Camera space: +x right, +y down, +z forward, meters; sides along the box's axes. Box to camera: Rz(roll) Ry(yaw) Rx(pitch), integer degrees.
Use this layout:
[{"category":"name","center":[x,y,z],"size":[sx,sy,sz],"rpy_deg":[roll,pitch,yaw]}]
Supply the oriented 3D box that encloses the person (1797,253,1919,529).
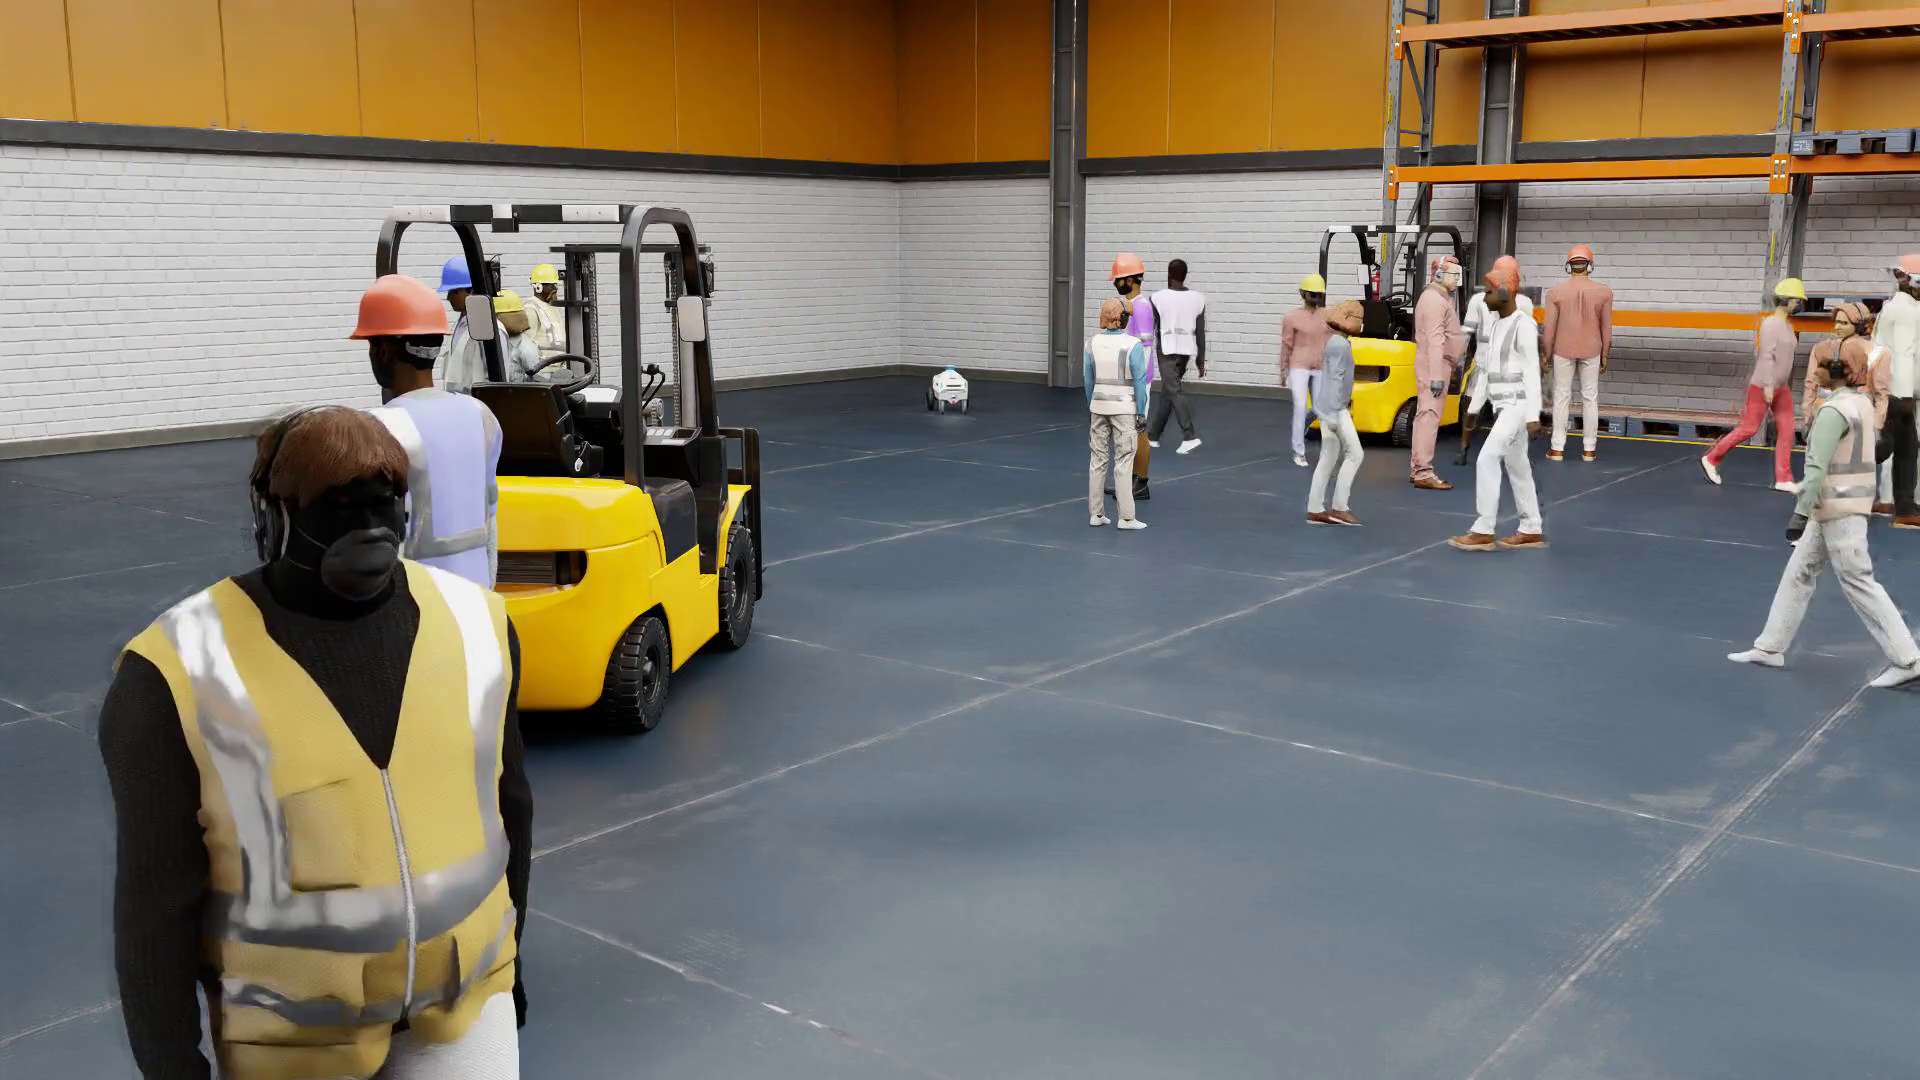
[{"category":"person","center":[6.492,-1.043,11.746],"size":[0.885,1.949,0.655],"rpy_deg":[5,11,24]}]

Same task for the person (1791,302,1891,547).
[{"category":"person","center":[5.770,-0.730,10.867],"size":[0.315,1.636,0.515],"rpy_deg":[-9,13,-40]}]

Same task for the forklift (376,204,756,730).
[{"category":"forklift","center":[-1.766,-0.406,7.525],"size":[1.214,2.155,2.313],"rpy_deg":[1,10,7]}]

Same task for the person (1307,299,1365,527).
[{"category":"person","center":[2.737,-0.900,11.847],"size":[0.542,1.608,0.522],"rpy_deg":[2,10,9]}]

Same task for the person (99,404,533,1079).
[{"category":"person","center":[-0.963,0.682,2.575],"size":[0.633,1.812,0.896],"rpy_deg":[-8,13,-38]}]

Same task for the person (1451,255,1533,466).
[{"category":"person","center":[4.779,-1.575,14.838],"size":[0.740,1.898,0.503],"rpy_deg":[5,11,26]}]

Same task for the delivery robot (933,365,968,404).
[{"category":"delivery robot","center":[-0.119,-1.824,19.665],"size":[0.477,0.478,0.707],"rpy_deg":[-1,10,-8]}]

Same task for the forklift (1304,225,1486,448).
[{"category":"forklift","center":[4.449,-2.115,16.993],"size":[1.214,2.155,2.313],"rpy_deg":[8,13,38]}]

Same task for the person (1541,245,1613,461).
[{"category":"person","center":[5.696,-1.721,15.391],"size":[0.610,1.984,0.400],"rpy_deg":[2,10,11]}]

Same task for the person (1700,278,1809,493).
[{"category":"person","center":[6.535,-1.264,13.553],"size":[0.528,1.733,0.818],"rpy_deg":[-8,13,-39]}]

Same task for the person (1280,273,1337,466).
[{"category":"person","center":[3.167,-1.573,15.259],"size":[0.527,1.747,0.681],"rpy_deg":[-2,10,-12]}]

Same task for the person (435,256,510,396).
[{"category":"person","center":[-2.797,-0.659,9.616],"size":[0.391,1.944,0.603],"rpy_deg":[-8,13,-38]}]

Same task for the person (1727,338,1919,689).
[{"category":"person","center":[4.075,-0.125,7.651],"size":[0.866,1.596,0.524],"rpy_deg":[8,13,36]}]

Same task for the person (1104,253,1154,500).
[{"category":"person","center":[1.330,-1.271,13.052],"size":[0.374,1.930,0.542],"rpy_deg":[-1,10,-5]}]

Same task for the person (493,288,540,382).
[{"category":"person","center":[-2.796,-0.693,10.369],"size":[0.493,1.740,0.325],"rpy_deg":[10,14,44]}]

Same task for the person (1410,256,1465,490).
[{"category":"person","center":[3.933,-1.373,13.686],"size":[0.401,1.904,0.646],"rpy_deg":[2,10,12]}]

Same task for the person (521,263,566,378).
[{"category":"person","center":[-3.723,-1.565,14.972],"size":[0.403,1.828,0.588],"rpy_deg":[1,10,8]}]

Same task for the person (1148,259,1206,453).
[{"category":"person","center":[2.073,-1.780,16.102],"size":[0.691,1.863,1.006],"rpy_deg":[-4,11,-21]}]

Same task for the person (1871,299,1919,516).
[{"category":"person","center":[7.008,-1.100,12.267],"size":[0.532,1.870,0.315],"rpy_deg":[2,10,12]}]

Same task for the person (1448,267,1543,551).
[{"category":"person","center":[3.522,-0.841,10.884],"size":[0.798,1.845,0.605],"rpy_deg":[0,10,1]}]

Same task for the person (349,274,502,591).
[{"category":"person","center":[-1.547,0.216,4.790],"size":[0.377,1.936,0.549],"rpy_deg":[4,11,22]}]

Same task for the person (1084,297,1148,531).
[{"category":"person","center":[1.092,-0.883,11.704],"size":[0.514,1.641,0.307],"rpy_deg":[9,13,40]}]
